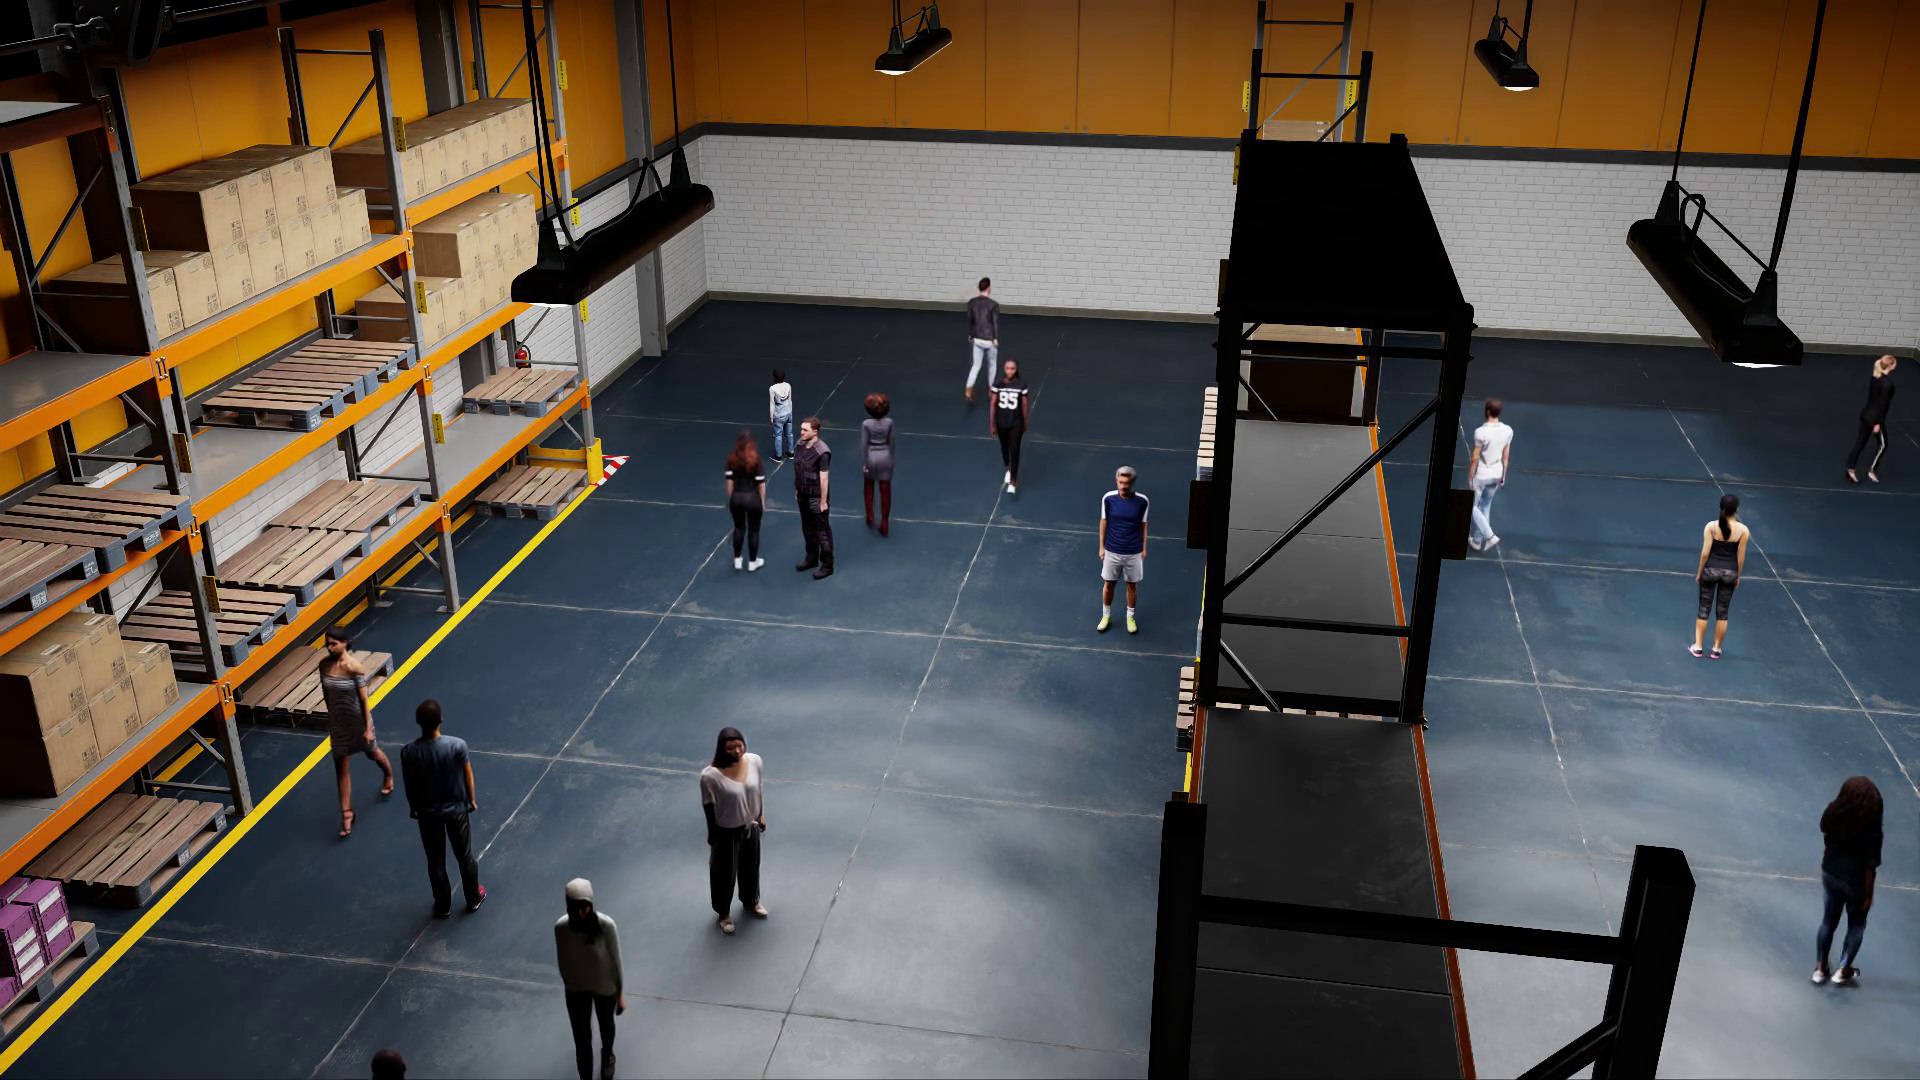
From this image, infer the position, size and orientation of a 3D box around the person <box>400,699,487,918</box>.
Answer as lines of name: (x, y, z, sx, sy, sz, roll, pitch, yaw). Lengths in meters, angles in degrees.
person: (-3.939, 2.034, 12.658, 0.720, 1.810, 0.690, -6, 24, -13)

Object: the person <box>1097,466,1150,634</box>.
person: (1.681, 0.080, 17.096, 0.638, 1.835, 0.538, 3, 24, 6)

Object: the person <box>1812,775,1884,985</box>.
person: (6.354, 2.465, 11.938, 0.794, 1.596, 0.726, -8, 25, -17)

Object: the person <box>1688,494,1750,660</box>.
person: (7.563, 0.365, 16.581, 0.593, 1.727, 0.566, 8, 25, 17)

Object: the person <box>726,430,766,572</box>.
person: (-2.397, -0.427, 18.517, 0.616, 1.626, 0.599, 6, 24, 14)

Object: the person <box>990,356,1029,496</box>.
person: (0.615, -1.465, 20.812, 0.601, 1.690, 1.118, 4, 24, 10)

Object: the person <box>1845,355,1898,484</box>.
person: (11.375, -1.494, 20.881, 0.782, 1.689, 0.683, -1, 24, -1)

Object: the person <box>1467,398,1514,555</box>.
person: (6.015, -0.678, 18.831, 0.916, 1.835, 1.068, -8, 25, -17)

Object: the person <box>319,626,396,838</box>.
person: (-5.009, 1.518, 13.874, 0.622, 1.781, 1.038, 5, 24, 11)

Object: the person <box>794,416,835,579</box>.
person: (-1.618, -0.503, 18.416, 0.824, 1.846, 0.779, -18, 29, -35)

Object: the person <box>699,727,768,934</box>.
person: (-1.701, 2.145, 12.566, 0.773, 1.680, 0.844, -17, 29, -34)

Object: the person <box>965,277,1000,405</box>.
person: (0.307, -2.824, 23.778, 0.862, 1.805, 1.190, 10, 26, 22)

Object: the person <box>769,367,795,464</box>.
person: (-2.337, -1.651, 21.777, 0.554, 1.258, 0.616, -16, 28, -33)

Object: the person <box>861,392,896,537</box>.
person: (-0.935, -0.858, 19.419, 0.734, 1.695, 0.861, -4, 24, -9)

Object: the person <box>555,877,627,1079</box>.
person: (-2.406, 2.886, 10.947, 0.736, 1.619, 0.962, -3, 24, -7)
